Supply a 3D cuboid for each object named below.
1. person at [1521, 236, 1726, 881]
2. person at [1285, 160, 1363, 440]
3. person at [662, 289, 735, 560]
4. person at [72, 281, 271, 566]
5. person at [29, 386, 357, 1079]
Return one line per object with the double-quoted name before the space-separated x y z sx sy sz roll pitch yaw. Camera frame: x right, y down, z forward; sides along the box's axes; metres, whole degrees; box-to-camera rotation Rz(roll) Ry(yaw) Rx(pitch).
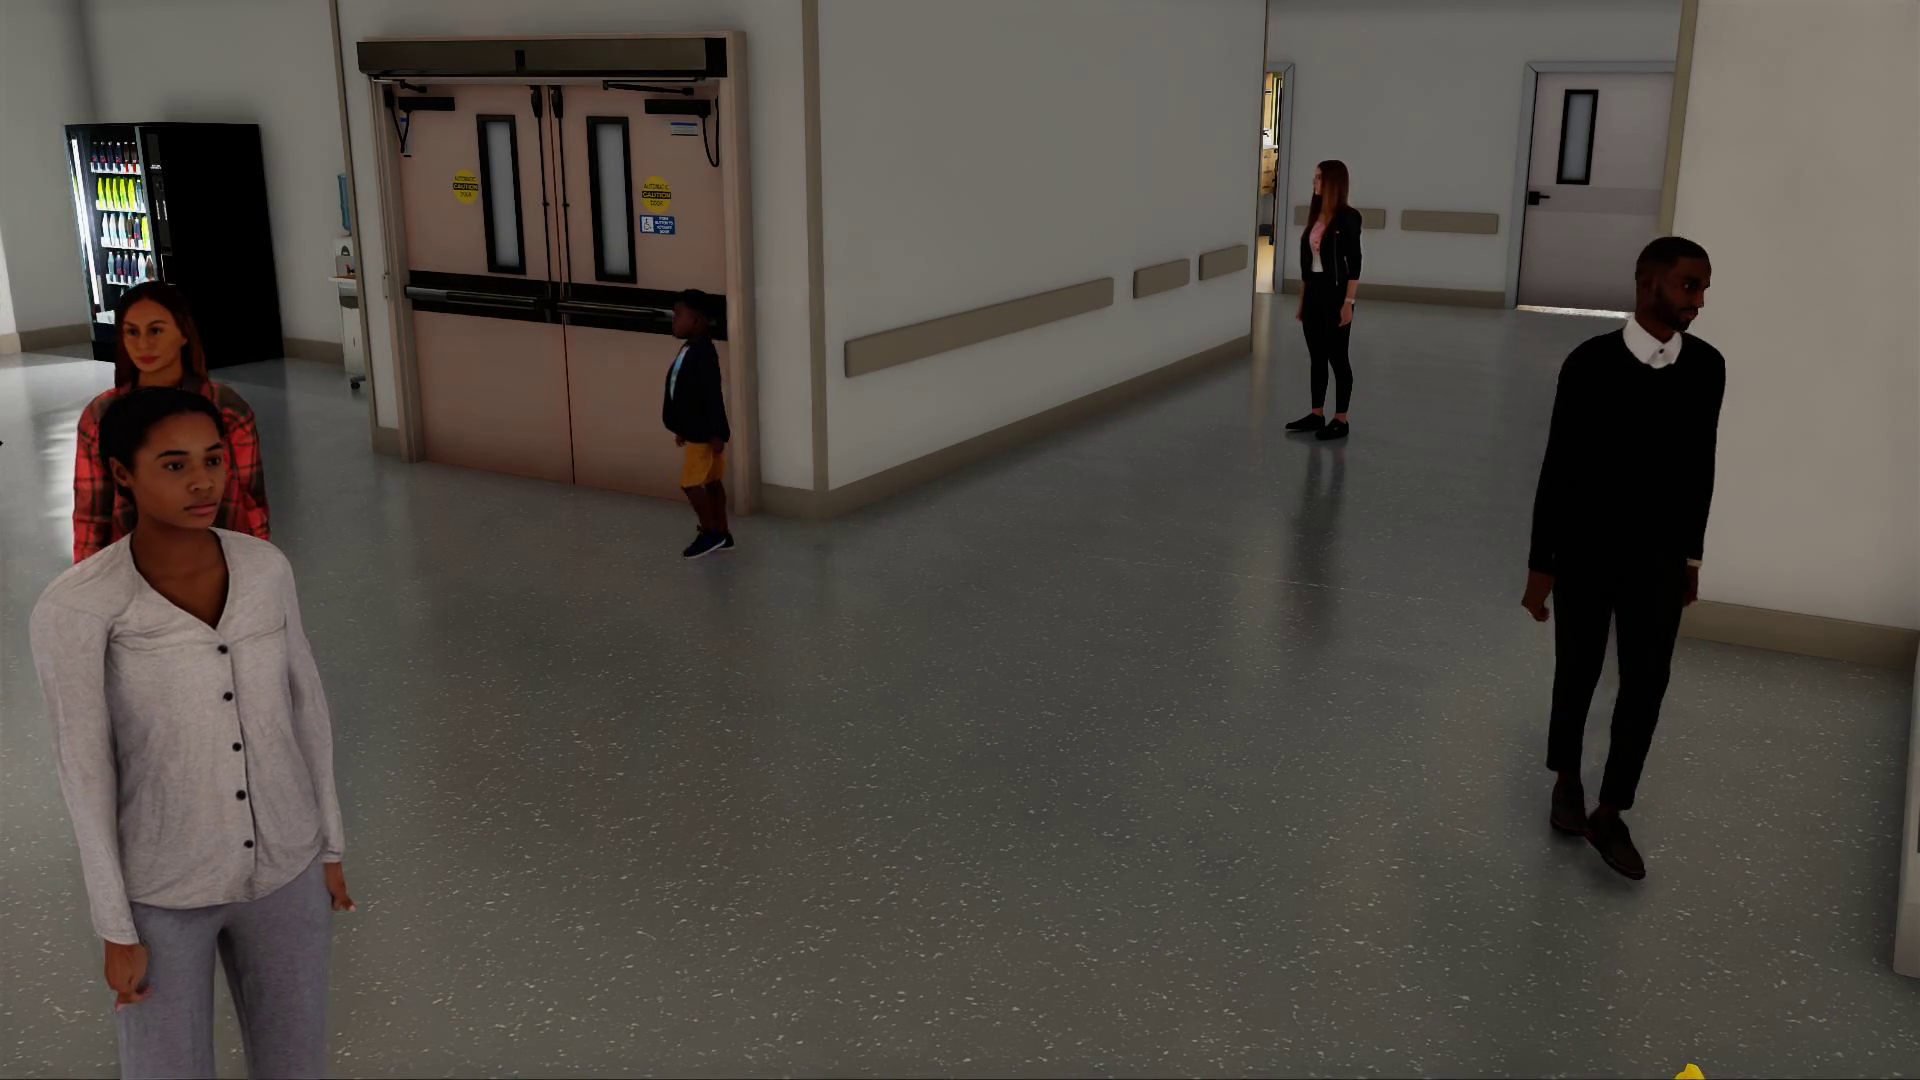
"person" 1.898 0.008 4.883 0.915 1.783 0.939 2 16 9
"person" 2.313 -1.500 10.371 0.755 1.707 0.645 -9 18 -28
"person" -1.147 -0.546 7.809 0.689 1.262 0.614 -6 17 -22
"person" -2.138 0.142 4.641 1.113 1.657 1.144 -3 16 -12
"person" -1.336 0.577 2.957 0.595 1.733 0.657 13 20 38
